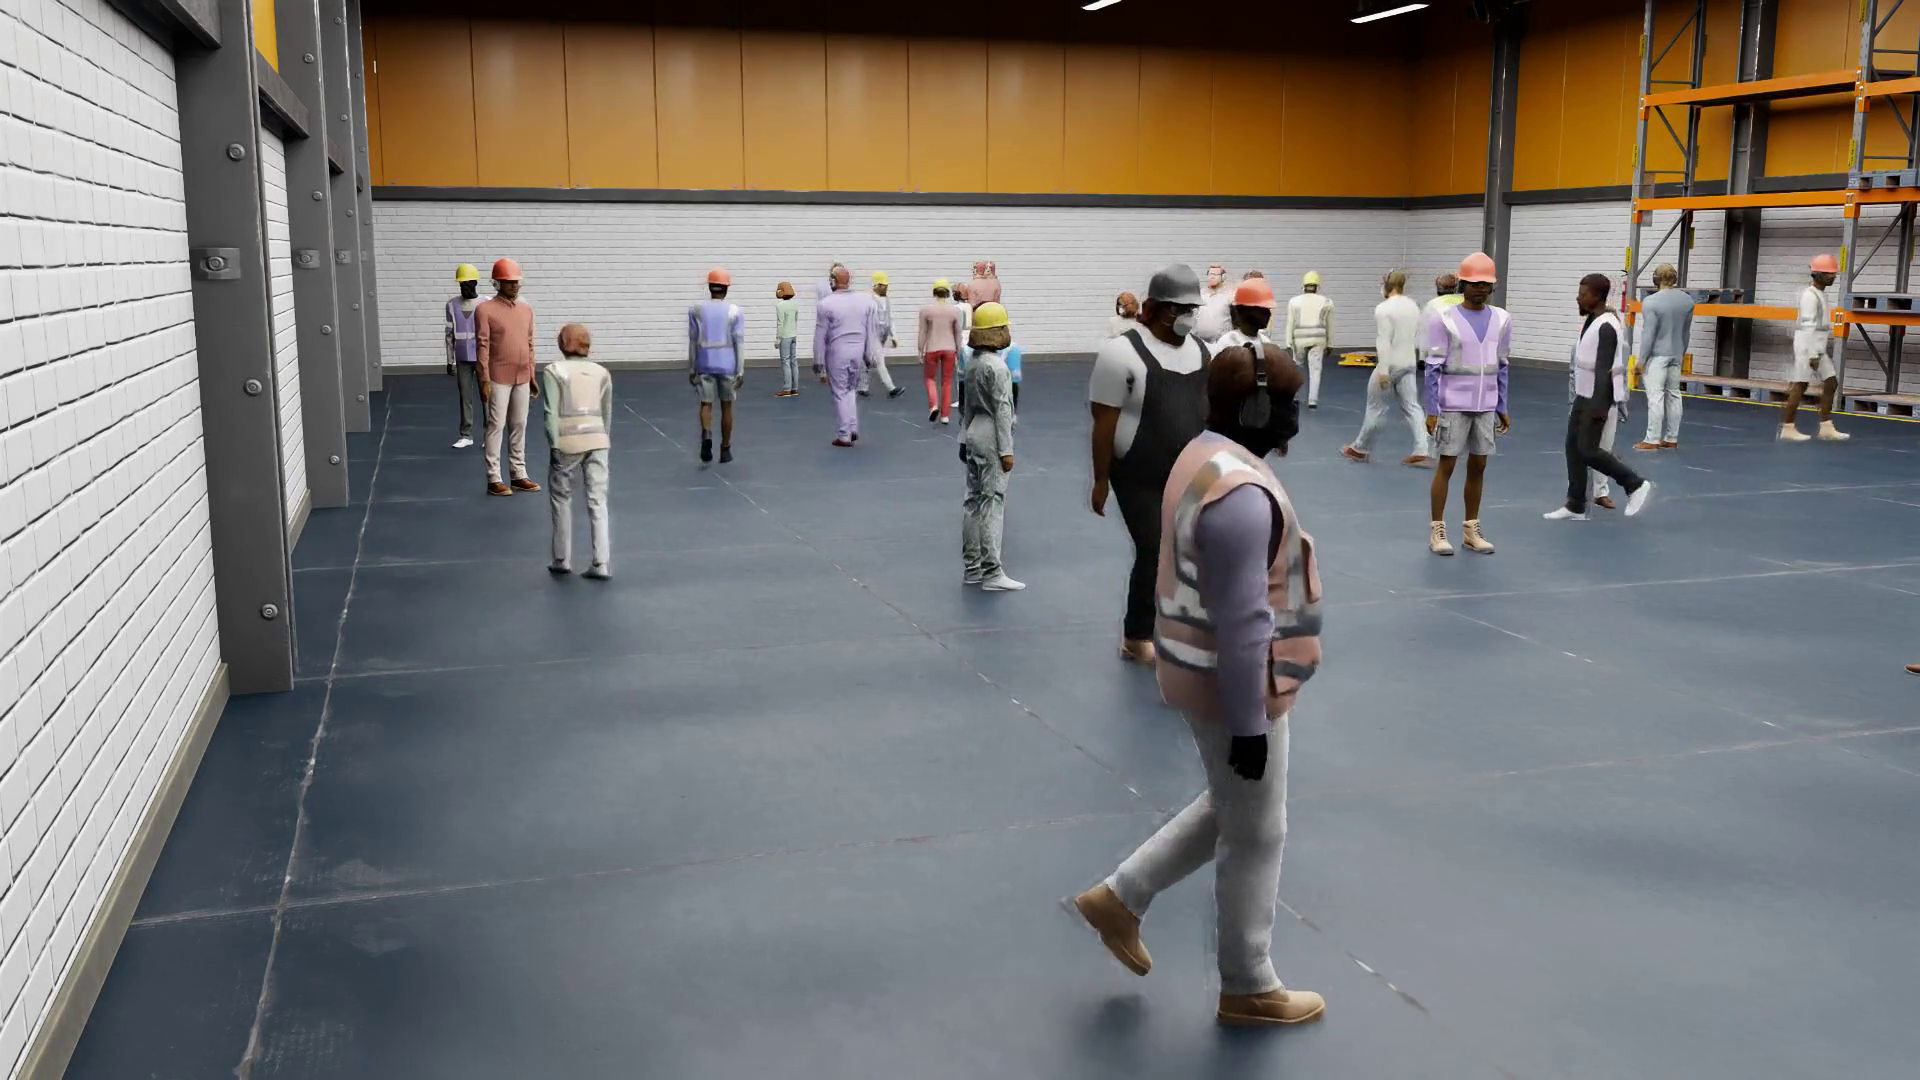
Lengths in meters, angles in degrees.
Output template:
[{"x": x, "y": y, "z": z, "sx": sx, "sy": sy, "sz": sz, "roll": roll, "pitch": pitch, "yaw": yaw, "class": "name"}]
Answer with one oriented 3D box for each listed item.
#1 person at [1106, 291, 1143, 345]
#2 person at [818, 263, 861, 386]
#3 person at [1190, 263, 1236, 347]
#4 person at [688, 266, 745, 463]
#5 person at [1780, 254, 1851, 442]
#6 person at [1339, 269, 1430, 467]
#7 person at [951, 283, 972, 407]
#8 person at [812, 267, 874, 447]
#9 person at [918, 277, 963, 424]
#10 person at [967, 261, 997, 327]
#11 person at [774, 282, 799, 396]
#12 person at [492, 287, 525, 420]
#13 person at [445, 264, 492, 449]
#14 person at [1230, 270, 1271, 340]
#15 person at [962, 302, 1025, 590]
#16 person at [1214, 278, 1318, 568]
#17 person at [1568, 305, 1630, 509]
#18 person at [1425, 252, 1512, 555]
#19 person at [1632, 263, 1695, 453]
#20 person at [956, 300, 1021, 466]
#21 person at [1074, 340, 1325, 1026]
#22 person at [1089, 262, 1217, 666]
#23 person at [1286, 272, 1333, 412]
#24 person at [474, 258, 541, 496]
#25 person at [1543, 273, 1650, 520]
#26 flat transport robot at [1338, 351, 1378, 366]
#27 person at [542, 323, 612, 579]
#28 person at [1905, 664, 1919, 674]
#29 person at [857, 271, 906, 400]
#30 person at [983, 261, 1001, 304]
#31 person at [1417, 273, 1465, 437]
[{"x": 1.785, "y": -1.853, "z": 17.889, "sx": 0.498, "sy": 1.633, "sz": 0.285, "roll": 7, "pitch": 12, "yaw": 36, "class": "person"}, {"x": -1.879, "y": -3.313, "z": 25.610, "sx": 0.642, "sy": 1.880, "sz": 1.043, "roll": -6, "pitch": 11, "yaw": -31, "class": "person"}, {"x": 3.055, "y": -2.374, "z": 20.104, "sx": 0.641, "sy": 1.913, "sz": 0.408, "roll": 7, "pitch": 12, "yaw": 36, "class": "person"}, {"x": -2.346, "y": -1.672, "z": 16.026, "sx": 0.560, "sy": 1.918, "sz": 0.611, "roll": 0, "pitch": 10, "yaw": 0, "class": "person"}, {"x": 9.259, "y": -2.032, "z": 17.802, "sx": 0.818, "sy": 2.016, "sz": 0.649, "roll": 9, "pitch": 13, "yaw": 41, "class": "person"}, {"x": 4.158, "y": -1.653, "z": 15.998, "sx": 0.651, "sy": 1.883, "sz": 1.021, "roll": -7, "pitch": 12, "yaw": -36, "class": "person"}, {"x": 0.019, "y": -2.576, "z": 22.060, "sx": 0.311, "sy": 1.638, "sz": 0.523, "roll": 3, "pitch": 10, "yaw": 19, "class": "person"}, {"x": -1.276, "y": -1.934, "z": 17.606, "sx": 0.678, "sy": 1.888, "sz": 0.539, "roll": -7, "pitch": 12, "yaw": -36, "class": "person"}, {"x": -0.231, "y": -2.254, "z": 19.870, "sx": 0.545, "sy": 1.750, "sz": 0.390, "roll": -1, "pitch": 10, "yaw": -6, "class": "person"}, {"x": 0.300, "y": -3.482, "z": 26.531, "sx": 0.401, "sy": 1.906, "sz": 0.650, "roll": 9, "pitch": 13, "yaw": 41, "class": "person"}, {"x": -2.484, "y": -2.867, "z": 23.762, "sx": 0.280, "sy": 1.633, "sz": 0.500, "roll": 4, "pitch": 11, "yaw": 24, "class": "person"}, {"x": -5.587, "y": -2.368, "z": 20.408, "sx": 0.529, "sy": 1.793, "sz": 0.959, "roll": -6, "pitch": 11, "yaw": -29, "class": "person"}, {"x": -5.093, "y": -1.912, "z": 17.382, "sx": 0.595, "sy": 1.925, "sz": 0.371, "roll": 1, "pitch": 10, "yaw": 6, "class": "person"}, {"x": 3.321, "y": -2.138, "z": 18.940, "sx": 0.429, "sy": 1.844, "sz": 0.623, "roll": 7, "pitch": 12, "yaw": 35, "class": "person"}, {"x": 0.190, "y": -0.568, "z": 10.130, "sx": 0.287, "sy": 1.746, "sz": 0.487, "roll": -5, "pitch": 11, "yaw": -26, "class": "person"}, {"x": 1.837, "y": -0.704, "z": 10.514, "sx": 0.983, "sy": 1.883, "sz": 0.565, "roll": 8, "pitch": 13, "yaw": 38, "class": "person"}, {"x": 5.089, "y": -1.054, "z": 13.261, "sx": 0.505, "sy": 1.633, "sz": 0.279, "roll": -1, "pitch": 10, "yaw": -9, "class": "person"}, {"x": 3.448, "y": -0.909, "z": 11.245, "sx": 0.616, "sy": 2.040, "sz": 0.381, "roll": -2, "pitch": 10, "yaw": -12, "class": "person"}, {"x": 7.203, "y": -1.860, "z": 17.062, "sx": 0.627, "sy": 1.935, "sz": 0.372, "roll": -4, "pitch": 11, "yaw": -22, "class": "person"}, {"x": 0.218, "y": -0.973, "z": 12.632, "sx": 0.552, "sy": 1.687, "sz": 0.477, "roll": 5, "pitch": 11, "yaw": 25, "class": "person"}, {"x": 0.665, "y": 0.392, "z": 4.364, "sx": 0.569, "sy": 1.828, "sz": 0.626, "roll": 0, "pitch": 10, "yaw": 0, "class": "person"}, {"x": 1.050, "y": -0.333, "z": 7.909, "sx": 0.709, "sy": 2.000, "sz": 0.992, "roll": -6, "pitch": 12, "yaw": -32, "class": "person"}, {"x": 4.543, "y": -2.582, "z": 21.667, "sx": 0.621, "sy": 1.782, "sz": 0.924, "roll": 1, "pitch": 10, "yaw": 8, "class": "person"}, {"x": -3.811, "y": -1.375, "z": 14.078, "sx": 0.397, "sy": 1.992, "sz": 0.621, "roll": 6, "pitch": 12, "yaw": 32, "class": "person"}, {"x": 4.849, "y": -1.067, "z": 12.584, "sx": 0.646, "sy": 1.894, "sz": 0.602, "roll": 1, "pitch": 10, "yaw": 6, "class": "person"}, {"x": 7.393, "y": -3.289, "z": 30.139, "sx": 0.652, "sy": 0.197, "sz": 1.431, "roll": 6, "pitch": 11, "yaw": 30, "class": "flat transport robot"}, {"x": -2.407, "y": -0.563, "z": 10.507, "sx": 0.530, "sy": 1.588, "sz": 0.705, "roll": -9, "pitch": 13, "yaw": -41, "class": "person"}, {"x": 4.759, "y": -0.225, "z": 7.778, "sx": 0.329, "sy": 1.873, "sz": 0.514, "roll": 1, "pitch": 10, "yaw": 8, "class": "person"}, {"x": -1.090, "y": -2.826, "z": 23.082, "sx": 0.947, "sy": 1.777, "sz": 0.600, "roll": 7, "pitch": 12, "yaw": 34, "class": "person"}, {"x": 0.460, "y": -3.575, "z": 27.067, "sx": 0.411, "sy": 1.910, "sz": 0.643, "roll": 1, "pitch": 10, "yaw": 5, "class": "person"}, {"x": 5.367, "y": -2.019, "z": 18.319, "sx": 0.629, "sy": 1.823, "sz": 0.552, "roll": -5, "pitch": 11, "yaw": -25, "class": "person"}]
